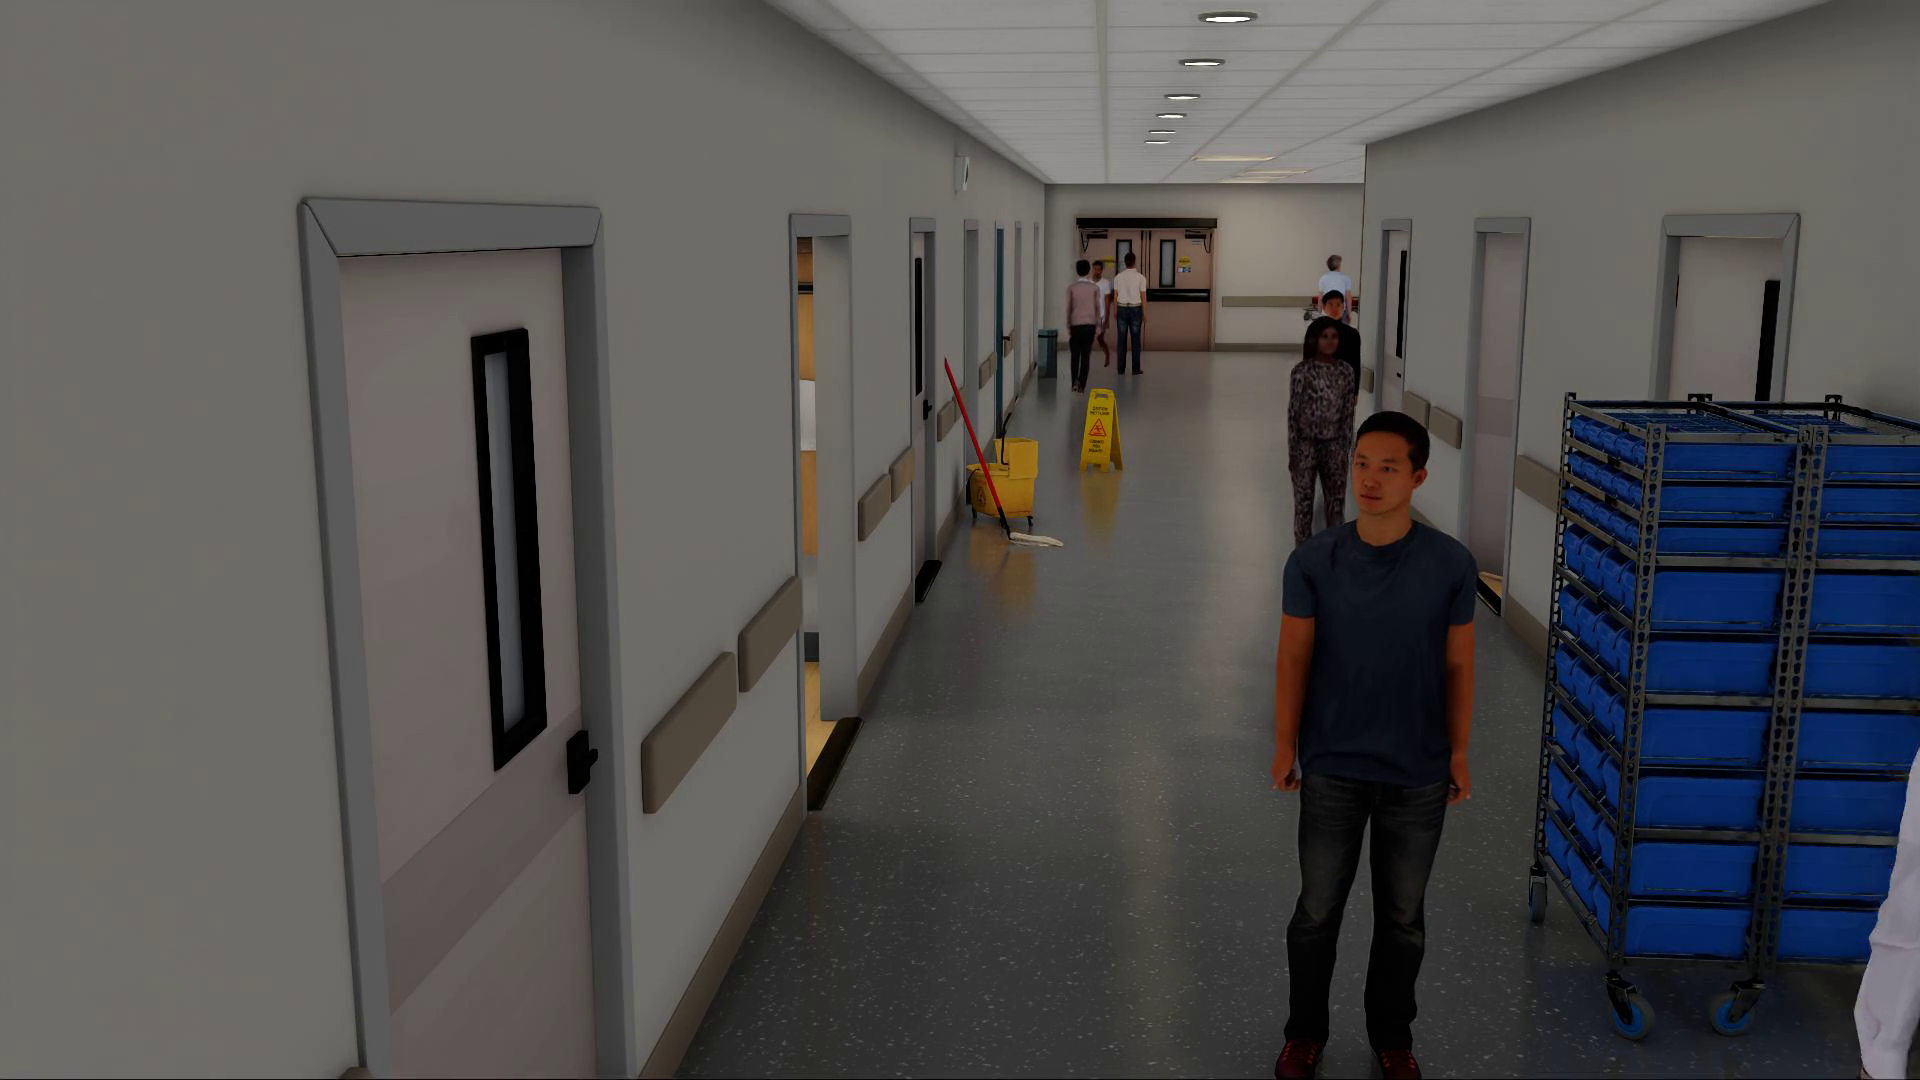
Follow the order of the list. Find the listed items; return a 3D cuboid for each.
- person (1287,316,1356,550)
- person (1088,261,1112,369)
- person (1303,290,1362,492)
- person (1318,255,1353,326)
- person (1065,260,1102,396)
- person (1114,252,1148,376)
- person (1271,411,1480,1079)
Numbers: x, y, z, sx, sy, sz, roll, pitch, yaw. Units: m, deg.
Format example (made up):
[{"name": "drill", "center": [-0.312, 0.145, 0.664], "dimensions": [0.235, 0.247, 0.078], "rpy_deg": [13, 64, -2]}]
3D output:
[{"name": "person", "center": [2.226, -0.530, 10.448], "dimensions": [0.602, 1.677, 1.051], "rpy_deg": [0, 11, 2]}, {"name": "person", "center": [2.124, -3.434, 25.672], "dimensions": [0.855, 1.706, 0.999], "rpy_deg": [6, 12, 28]}, {"name": "person", "center": [3.192, -1.285, 14.341], "dimensions": [0.652, 1.708, 0.717], "rpy_deg": [1, 11, 7]}, {"name": "person", "center": [5.554, -3.324, 24.759], "dimensions": [0.705, 1.830, 0.614], "rpy_deg": [3, 11, 17]}, {"name": "person", "center": [1.641, -2.823, 22.224], "dimensions": [0.618, 1.792, 0.581], "rpy_deg": [1, 11, 6]}, {"name": "person", "center": [2.590, -3.472, 25.470], "dimensions": [0.706, 1.856, 0.630], "rpy_deg": [3, 11, 15]}, {"name": "person", "center": [1.077, 0.561, 4.347], "dimensions": [0.663, 1.808, 0.529], "rpy_deg": [1, 11, 7]}]
